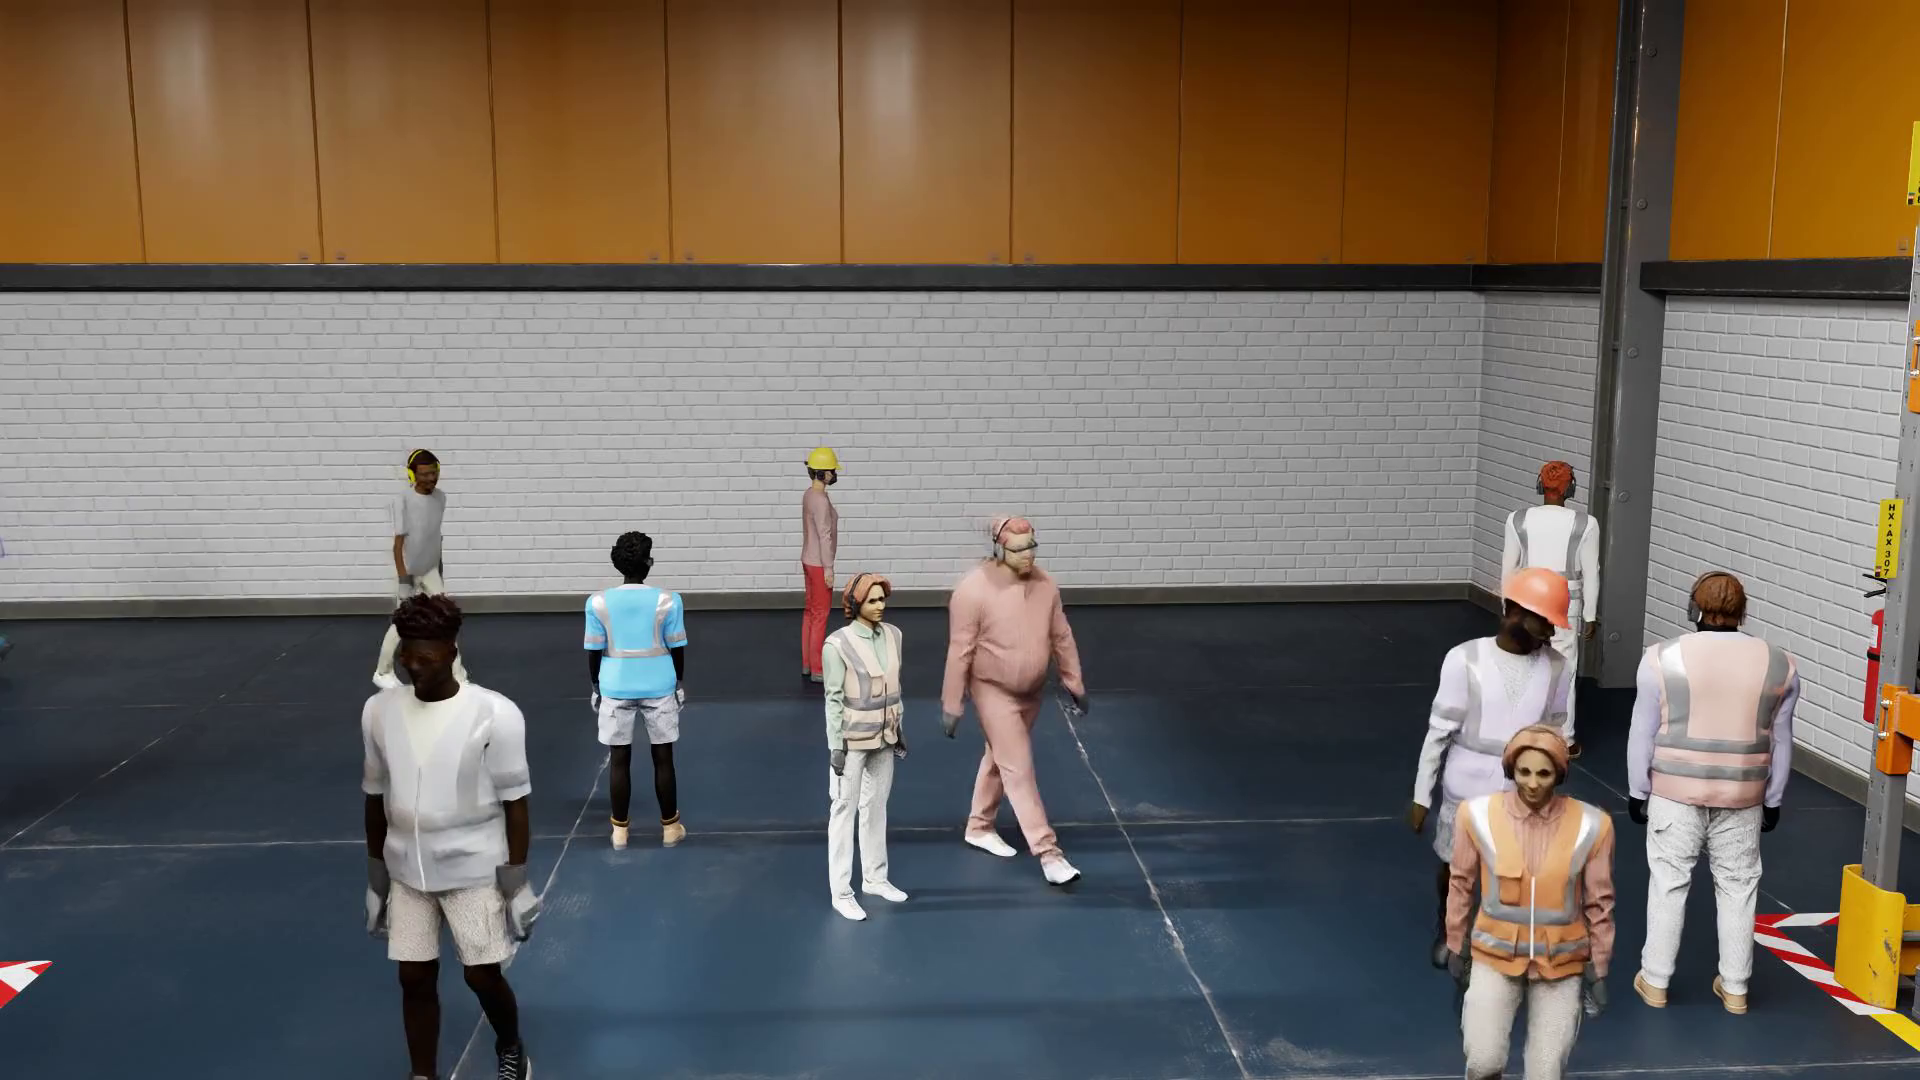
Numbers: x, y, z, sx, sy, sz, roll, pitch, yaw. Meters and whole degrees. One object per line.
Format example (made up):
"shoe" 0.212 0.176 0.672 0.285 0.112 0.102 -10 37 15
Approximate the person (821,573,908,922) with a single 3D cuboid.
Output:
"person" -0.451 0.963 7.923 0.309 1.641 0.511 7 12 38

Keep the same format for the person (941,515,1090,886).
"person" 0.328 0.786 8.354 0.777 1.842 0.979 -8 12 -43

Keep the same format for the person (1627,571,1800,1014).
"person" 3.074 1.038 6.864 0.628 1.836 0.429 2 9 11

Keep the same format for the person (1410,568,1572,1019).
"person" 2.175 1.010 6.897 0.636 1.877 0.920 0 9 3

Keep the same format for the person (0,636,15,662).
"person" -7.365 0.172 12.316 0.429 1.824 0.569 -9 13 -43

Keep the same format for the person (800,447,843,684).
"person" -1.024 0.185 12.414 0.315 1.767 0.535 -3 9 -17

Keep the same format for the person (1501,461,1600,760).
"person" 3.689 0.444 10.421 0.581 1.882 0.339 5 10 29

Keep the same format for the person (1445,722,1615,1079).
"person" 1.850 1.365 5.438 0.518 1.622 0.425 3 9 16

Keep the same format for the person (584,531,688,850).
"person" -1.702 0.796 8.785 0.535 1.699 0.321 -1 9 -4

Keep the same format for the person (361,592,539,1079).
"person" -1.790 1.138 5.840 0.648 1.965 0.483 2 9 10

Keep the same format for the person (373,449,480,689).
"person" -3.858 0.247 11.917 1.005 1.814 0.566 6 11 31
